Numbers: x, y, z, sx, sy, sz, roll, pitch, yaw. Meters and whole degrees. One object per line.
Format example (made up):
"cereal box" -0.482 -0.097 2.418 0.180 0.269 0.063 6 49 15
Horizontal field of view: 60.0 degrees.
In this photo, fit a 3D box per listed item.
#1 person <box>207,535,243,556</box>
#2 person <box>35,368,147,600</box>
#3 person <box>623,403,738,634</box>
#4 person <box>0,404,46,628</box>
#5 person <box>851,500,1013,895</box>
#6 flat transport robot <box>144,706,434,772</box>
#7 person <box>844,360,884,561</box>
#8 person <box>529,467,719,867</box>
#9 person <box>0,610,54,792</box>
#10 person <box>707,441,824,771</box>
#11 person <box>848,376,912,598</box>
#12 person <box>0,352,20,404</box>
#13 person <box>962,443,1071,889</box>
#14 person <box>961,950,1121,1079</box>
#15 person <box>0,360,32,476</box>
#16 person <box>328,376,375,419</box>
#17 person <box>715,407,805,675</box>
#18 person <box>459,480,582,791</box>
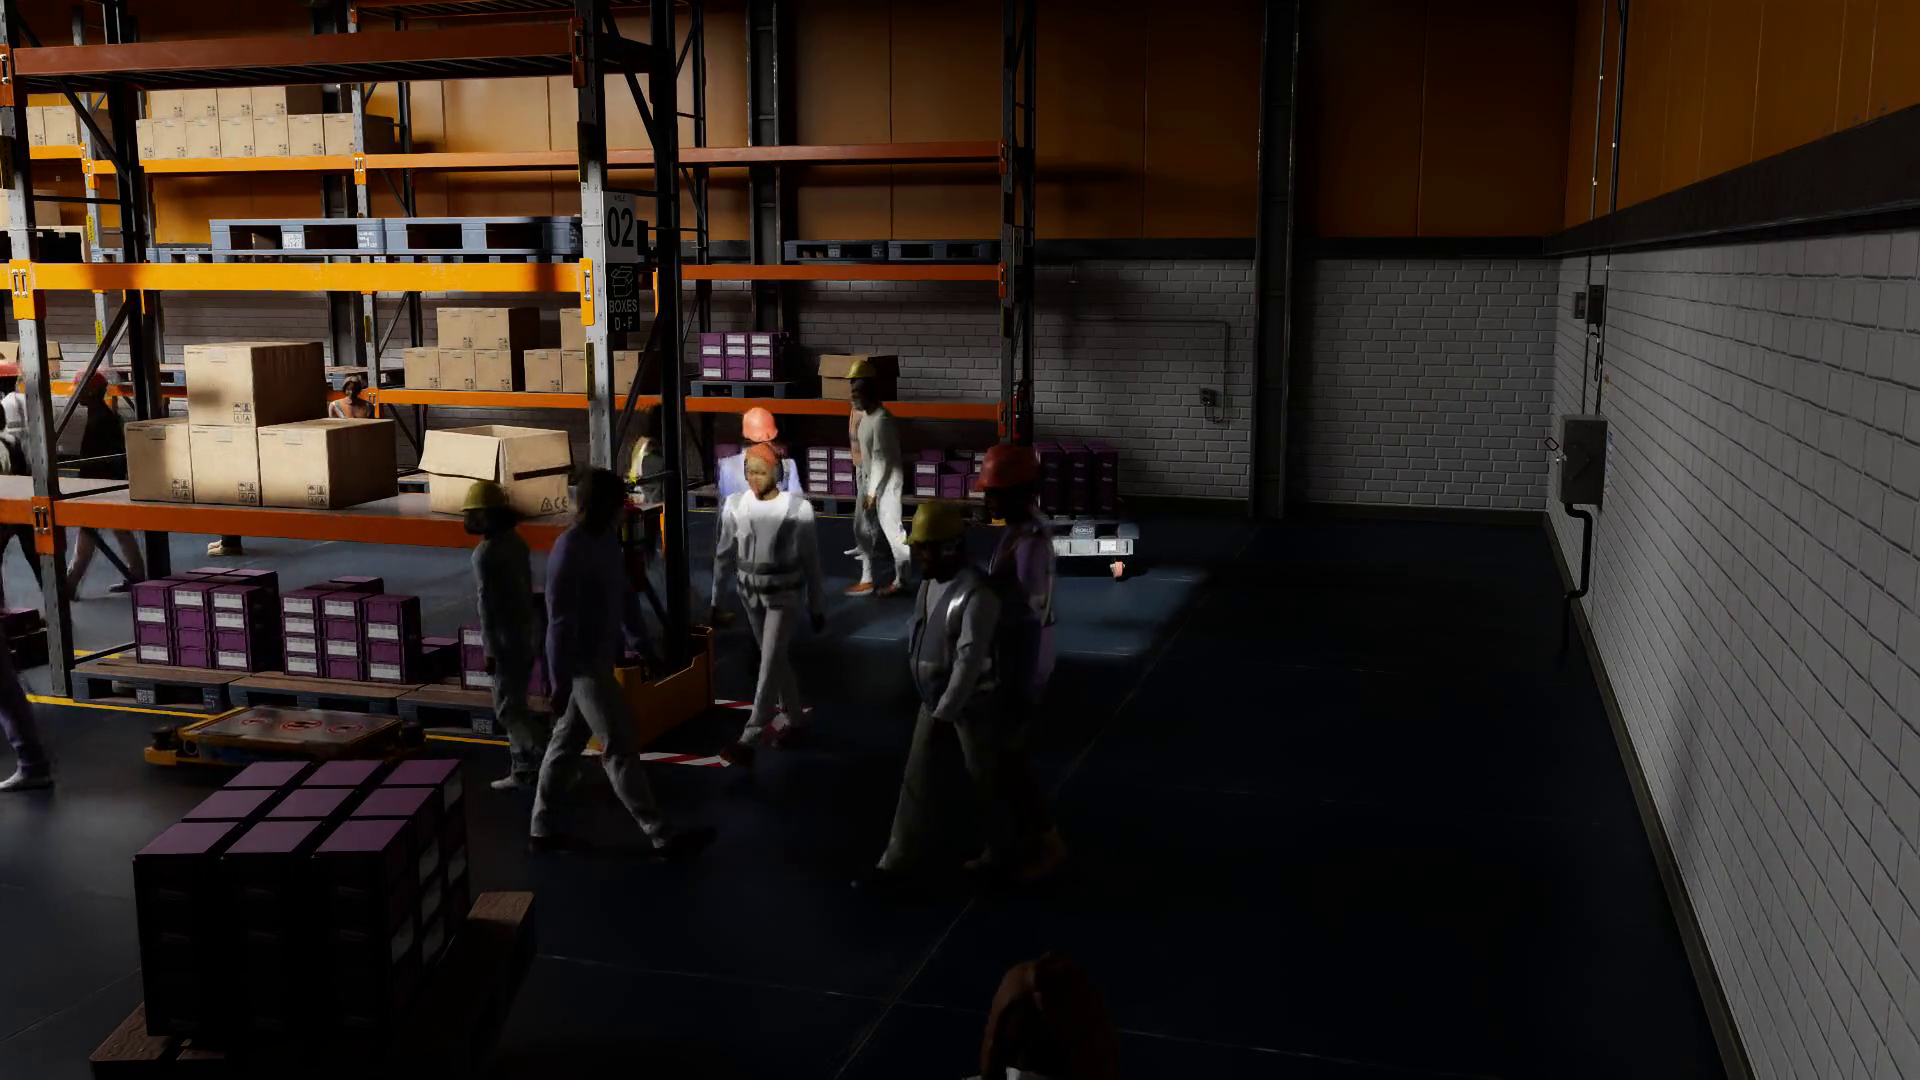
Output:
"person" -7.272 -0.864 16.245 0.535 2.000 0.674 -3 10 -20
"person" -7.437 -0.479 14.166 0.876 1.956 0.623 -4 10 -25
"person" -2.233 -0.143 12.599 0.970 1.791 0.637 -3 10 -18
"person" -7.450 -0.200 12.984 1.001 1.777 0.509 2 9 11
"person" -0.109 0.720 7.346 0.880 1.780 0.581 -6 11 -32
"flat transport robot" -3.801 1.136 9.435 1.431 0.197 0.652 3 10 16
"person" -0.912 -0.764 15.974 0.370 1.929 0.585 -3 10 -19
"person" -1.623 0.601 7.822 0.997 1.879 0.618 0 9 2
"person" -5.351 0.458 8.738 1.010 1.848 0.663 -2 10 -11
"person" -1.127 0.361 9.389 0.595 1.825 1.021 5 11 28
"person" -0.671 -0.435 14.072 0.512 1.911 0.632 -4 10 -22
"person" -11.164 -1.279 19.399 0.429 1.837 0.621 -7 12 -38
"person" 0.238 0.576 7.510 0.427 2.034 0.608 -1 9 -4
"person" 0.164 1.514 3.004 0.501 1.627 0.289 5 11 28
"person" -9.465 -0.832 16.498 0.969 1.889 0.570 -2 9 -11
"person" -6.585 -0.964 18.073 0.514 1.639 0.310 -7 12 -36
"person" -1.262 0.055 11.089 0.665 1.882 0.813 -6 11 -33
"person" -2.319 0.534 8.776 0.641 1.702 0.505 2 10 12
